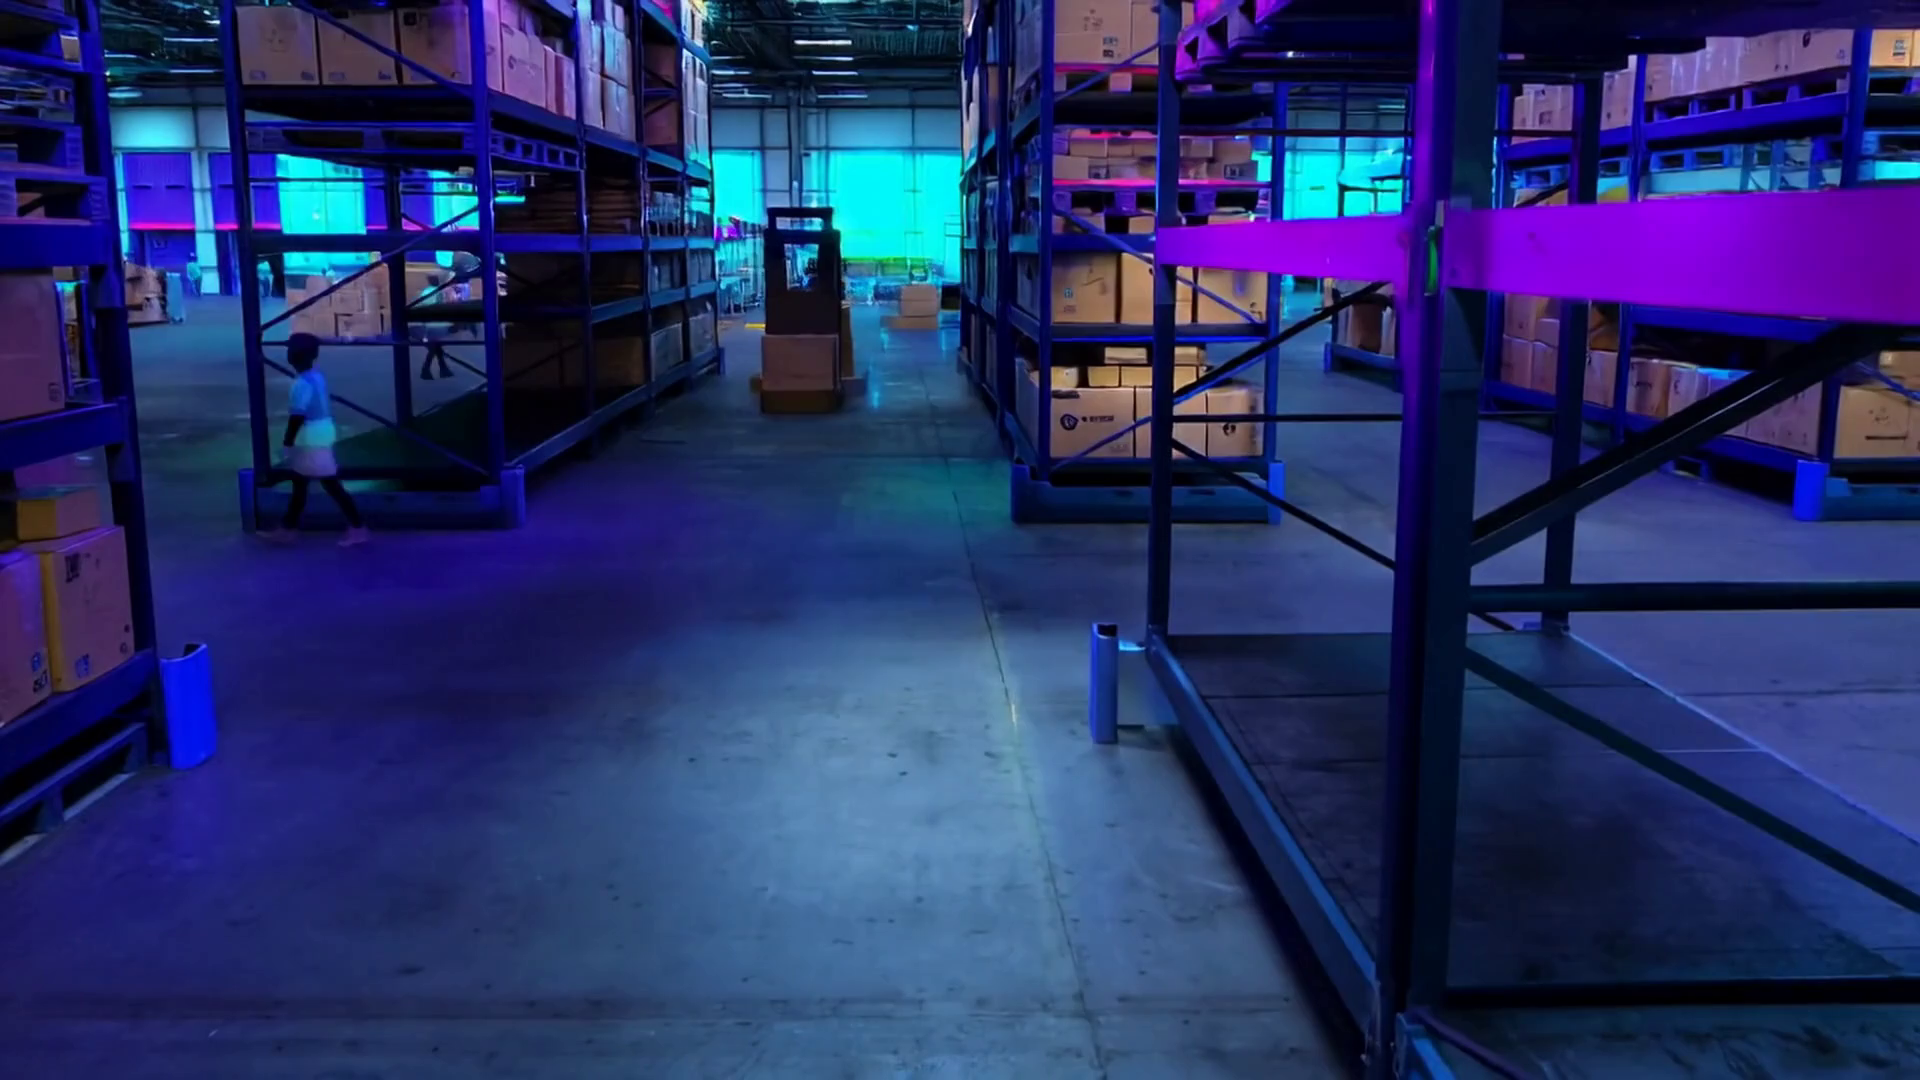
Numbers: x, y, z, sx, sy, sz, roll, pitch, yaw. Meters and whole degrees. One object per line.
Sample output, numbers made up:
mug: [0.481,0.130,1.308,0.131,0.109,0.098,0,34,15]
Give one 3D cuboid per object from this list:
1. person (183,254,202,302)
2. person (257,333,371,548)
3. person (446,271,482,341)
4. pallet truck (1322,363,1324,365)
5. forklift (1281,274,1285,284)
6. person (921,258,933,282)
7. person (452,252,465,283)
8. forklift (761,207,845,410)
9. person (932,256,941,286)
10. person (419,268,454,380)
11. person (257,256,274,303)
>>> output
person: [-29.748,-10.154,64.515,0.988,1.873,0.595,5,12,28]
person: [-4.957,-0.746,12.699,0.873,1.647,0.541,-1,10,-6]
person: [-11.696,-5.484,39.055,0.843,1.660,0.519,4,11,19]
pallet truck: [7.712,-4.157,30.737,1.885,1.965,0.823,3,11,16]
forklift: [12.240,-10.302,62.509,1.129,2.768,1.873,0,10,-2]
person: [-1.286,-10.002,64.137,0.927,1.694,0.495,-10,14,-43]
person: [-18.414,-9.590,61.063,0.587,1.971,0.648,5,12,28]
forklift: [-2.227,-3.281,23.399,1.129,2.768,1.873,0,10,-2]
person: [-0.885,-10.247,65.247,0.987,1.791,0.538,-6,12,-32]
person: [-9.016,-3.697,28.452,0.553,1.908,0.893,5,11,25]
person: [-26.583,-9.941,63.493,0.660,1.798,0.918,-8,13,-38]
